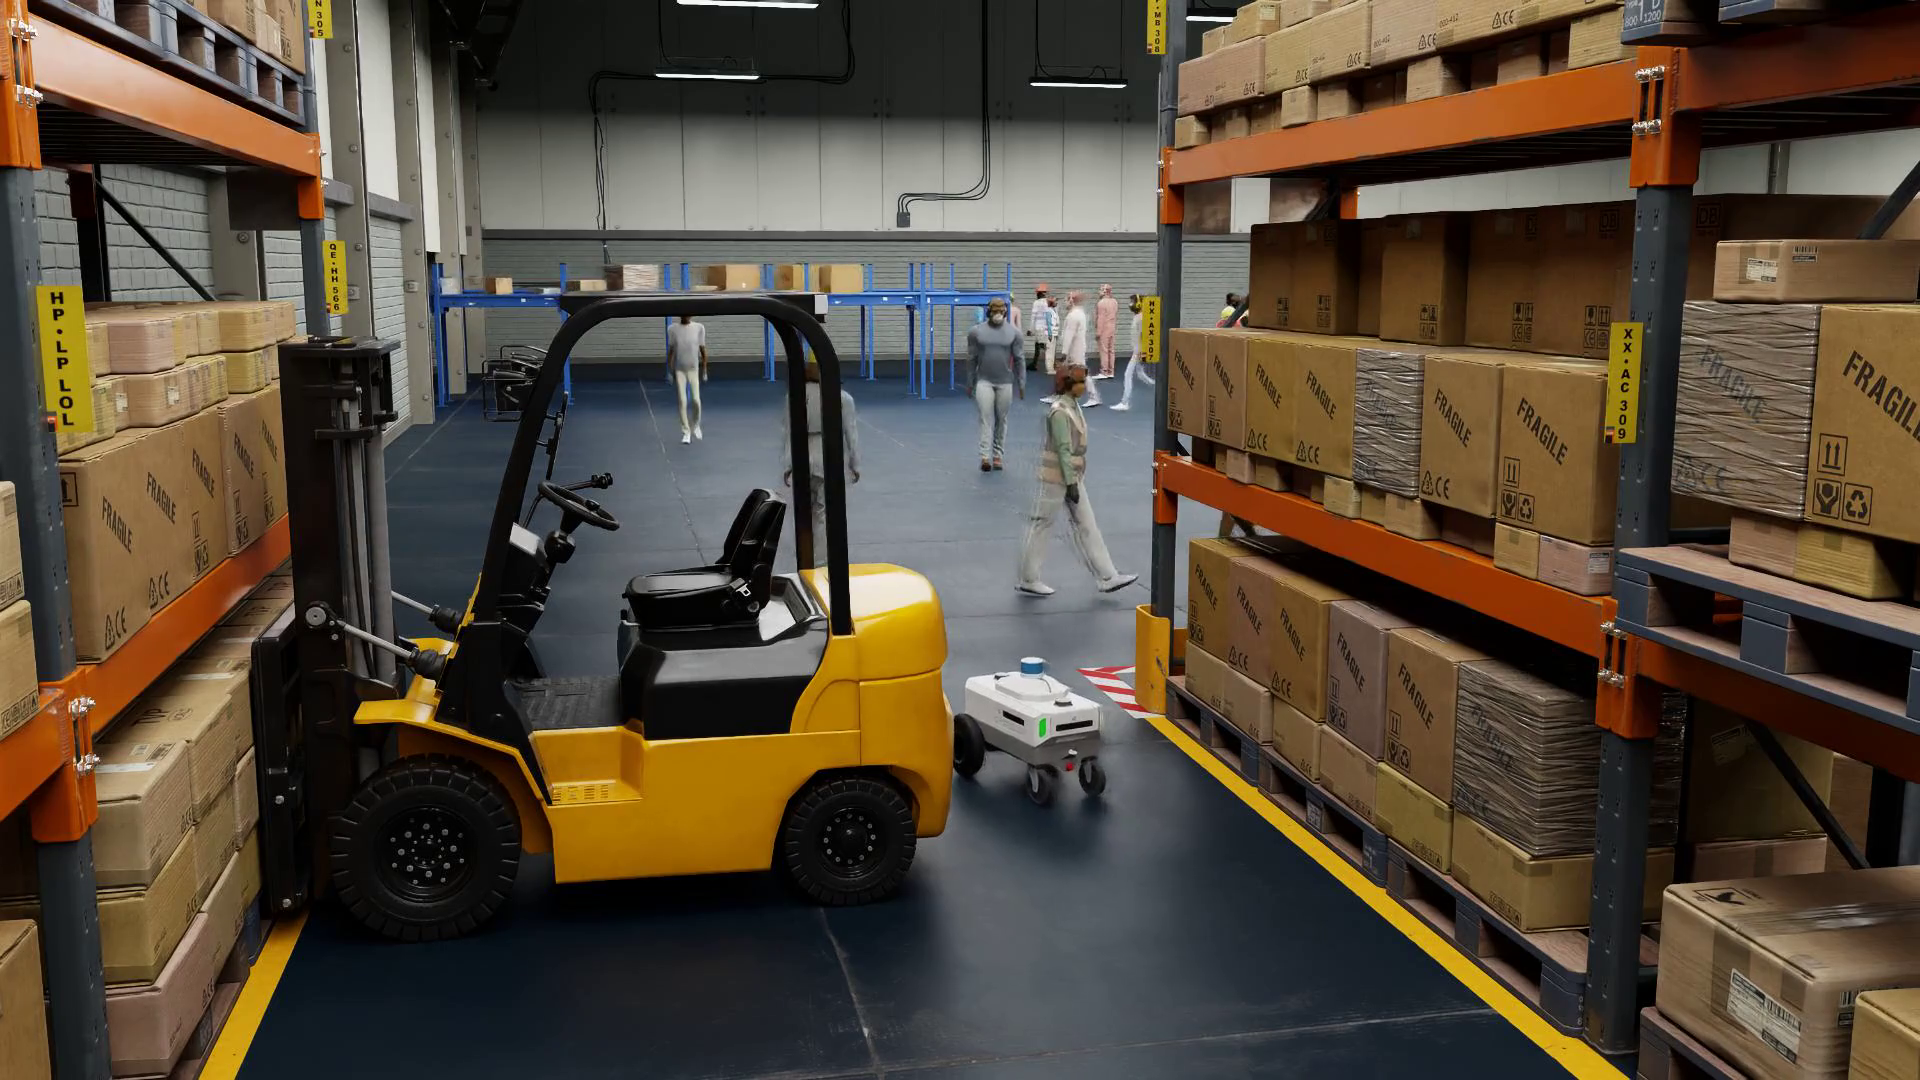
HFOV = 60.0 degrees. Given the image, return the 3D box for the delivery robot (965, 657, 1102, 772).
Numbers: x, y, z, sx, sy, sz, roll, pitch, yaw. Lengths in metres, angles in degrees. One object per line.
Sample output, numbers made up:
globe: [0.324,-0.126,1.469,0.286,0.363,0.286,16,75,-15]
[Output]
delivery robot: [0.315,0.759,7.285,0.477,0.478,0.707,-5,11,-28]

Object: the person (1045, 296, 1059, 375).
person: [1.932,-4.297,34.957,0.309,1.641,0.514,3,10,17]

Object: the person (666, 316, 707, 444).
person: [-3.516,-2.165,21.334,0.510,1.855,0.387,-1,9,-6]

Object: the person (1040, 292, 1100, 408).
person: [1.820,-3.072,26.851,1.017,1.852,0.674,2,10,12]

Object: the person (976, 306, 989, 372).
person: [0.606,-4.427,35.666,0.703,1.658,0.540,1,9,7]

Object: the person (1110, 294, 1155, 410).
person: [2.868,-2.975,26.326,0.888,1.840,0.518,0,9,1]

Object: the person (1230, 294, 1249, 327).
person: [4.624,-3.090,27.038,0.692,1.824,0.632,-1,9,-4]

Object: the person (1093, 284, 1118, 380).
person: [2.922,-4.207,33.584,0.408,1.913,0.644,6,11,34]

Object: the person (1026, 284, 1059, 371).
person: [1.796,-4.597,36.025,0.961,1.901,0.564,7,12,38]

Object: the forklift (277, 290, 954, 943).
forklift: [-1.179,0.175,6.143,2.313,2.155,1.214,-2,10,-12]

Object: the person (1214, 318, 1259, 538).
person: [2.003,-0.705,12.352,0.545,1.869,1.022,8,13,42]

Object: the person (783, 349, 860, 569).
person: [-0.955,-0.525,11.733,0.504,1.704,0.827,2,9,10]

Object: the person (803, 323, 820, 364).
person: [-3.065,-4.441,35.016,0.825,1.909,0.635,-2,9,-10]

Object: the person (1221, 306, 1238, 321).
person: [3.309,-1.992,20.523,0.529,1.767,0.330,1,9,8]

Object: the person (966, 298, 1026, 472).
person: [0.402,-1.709,18.370,0.654,1.901,0.837,0,9,-2]

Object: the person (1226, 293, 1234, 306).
person: [5.933,-4.599,36.672,0.404,1.675,0.553,5,10,27]

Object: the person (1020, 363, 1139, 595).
person: [0.785,-0.398,11.306,0.849,1.588,0.545,3,10,20]

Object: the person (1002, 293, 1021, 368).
person: [1.023,-4.382,35.217,0.534,1.729,0.883,-2,9,-9]
